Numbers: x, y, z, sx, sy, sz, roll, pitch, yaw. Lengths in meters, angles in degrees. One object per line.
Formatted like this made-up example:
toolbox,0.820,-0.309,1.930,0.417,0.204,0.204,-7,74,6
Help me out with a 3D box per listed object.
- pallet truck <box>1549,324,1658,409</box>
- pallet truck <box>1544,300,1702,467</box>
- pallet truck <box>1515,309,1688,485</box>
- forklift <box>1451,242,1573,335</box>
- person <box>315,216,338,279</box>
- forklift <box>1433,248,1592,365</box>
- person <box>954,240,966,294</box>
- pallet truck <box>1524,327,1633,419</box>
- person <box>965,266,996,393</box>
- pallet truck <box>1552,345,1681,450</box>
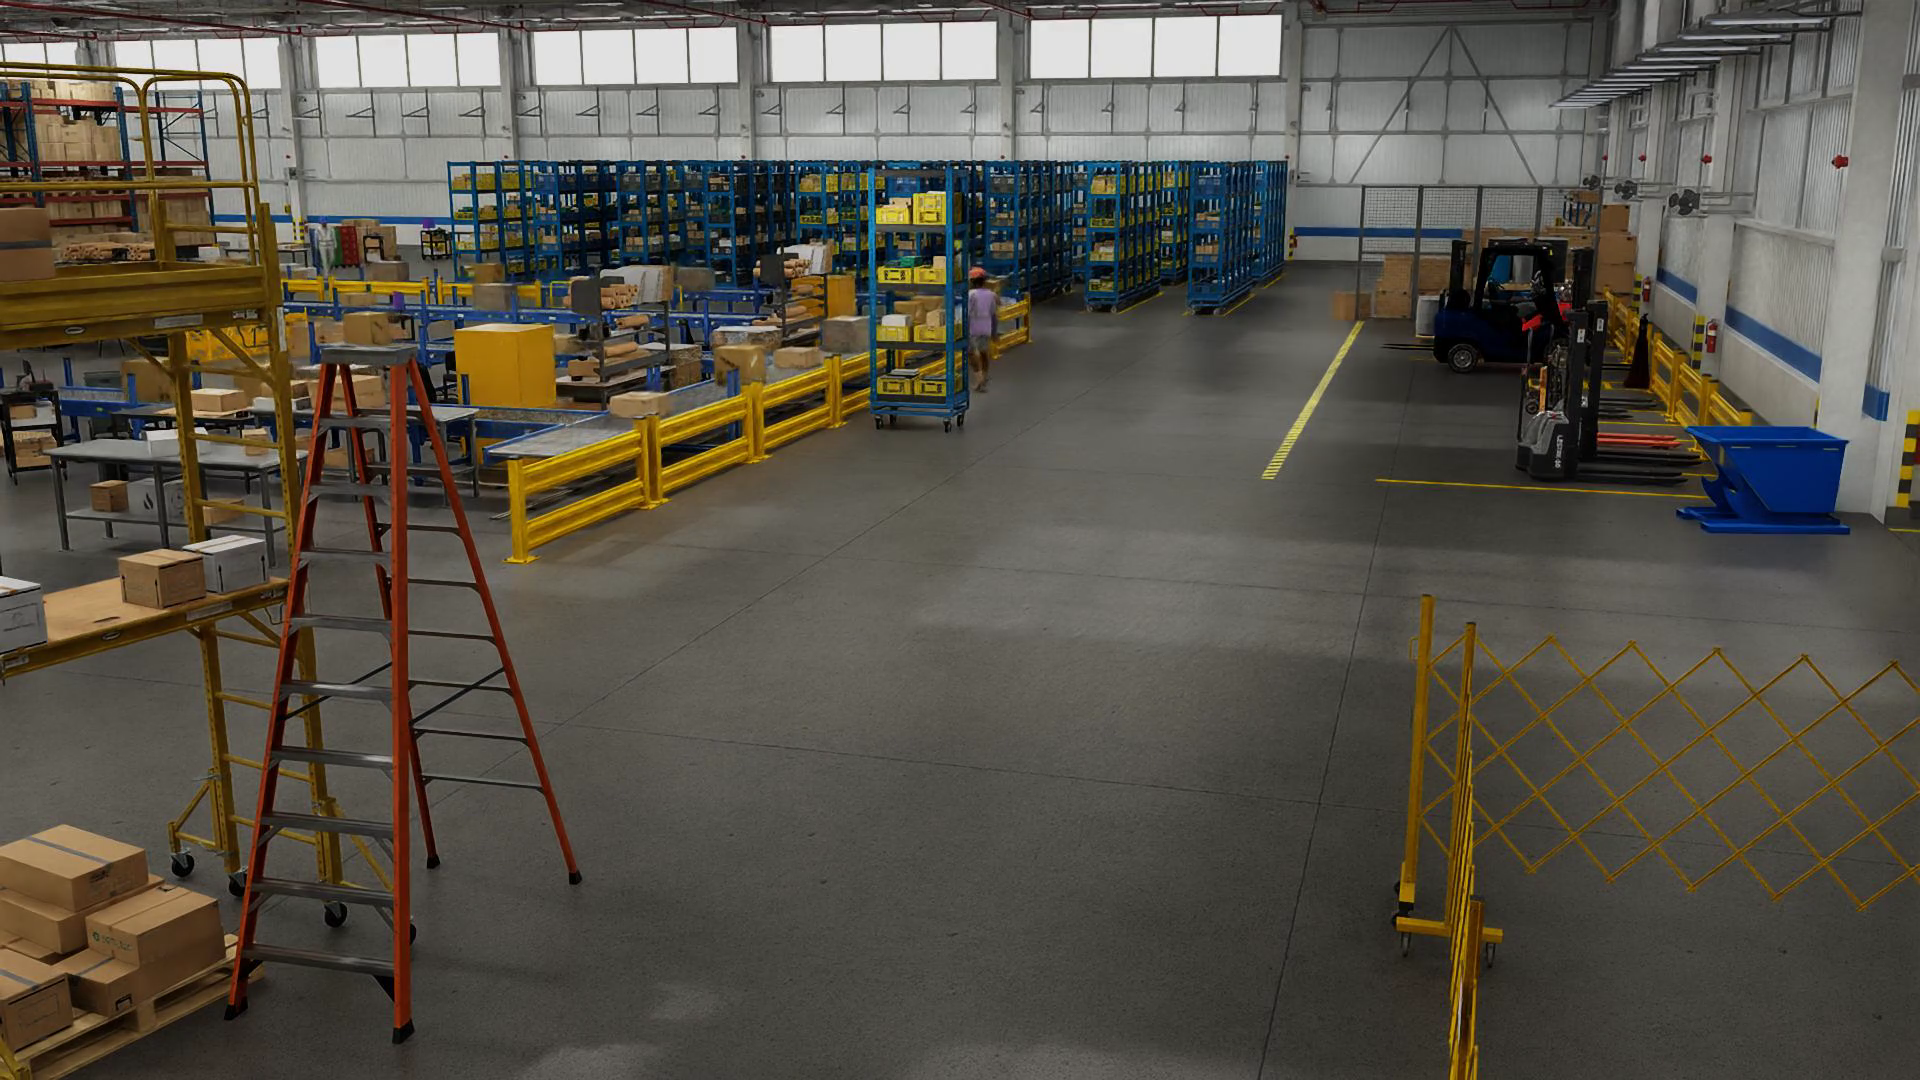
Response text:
pallet truck,9.824,-2.669,25.407,1.601,1.201,0.680,4,14,16
pallet truck,8.263,-1.952,20.631,1.885,1.965,0.823,5,14,20
pallet truck,7.554,-1.677,19.446,1.885,1.965,0.823,3,13,14
forklift,10.464,-4.597,31.405,2.680,1.987,1.157,4,14,16
person,-19.535,-9.009,51.253,0.635,1.931,0.477,-9,16,-35
forklift,9.780,-4.111,29.280,2.680,1.987,1.157,3,13,14
person,0.008,-6.246,39.656,0.944,1.785,0.616,5,14,22
pallet truck,9.065,-2.460,24.370,1.522,1.261,0.704,3,13,14
person,0.303,-3.369,26.705,0.637,2.016,0.494,-7,15,-29
pallet truck,8.641,-1.896,21.908,1.630,1.274,0.653,4,14,16
